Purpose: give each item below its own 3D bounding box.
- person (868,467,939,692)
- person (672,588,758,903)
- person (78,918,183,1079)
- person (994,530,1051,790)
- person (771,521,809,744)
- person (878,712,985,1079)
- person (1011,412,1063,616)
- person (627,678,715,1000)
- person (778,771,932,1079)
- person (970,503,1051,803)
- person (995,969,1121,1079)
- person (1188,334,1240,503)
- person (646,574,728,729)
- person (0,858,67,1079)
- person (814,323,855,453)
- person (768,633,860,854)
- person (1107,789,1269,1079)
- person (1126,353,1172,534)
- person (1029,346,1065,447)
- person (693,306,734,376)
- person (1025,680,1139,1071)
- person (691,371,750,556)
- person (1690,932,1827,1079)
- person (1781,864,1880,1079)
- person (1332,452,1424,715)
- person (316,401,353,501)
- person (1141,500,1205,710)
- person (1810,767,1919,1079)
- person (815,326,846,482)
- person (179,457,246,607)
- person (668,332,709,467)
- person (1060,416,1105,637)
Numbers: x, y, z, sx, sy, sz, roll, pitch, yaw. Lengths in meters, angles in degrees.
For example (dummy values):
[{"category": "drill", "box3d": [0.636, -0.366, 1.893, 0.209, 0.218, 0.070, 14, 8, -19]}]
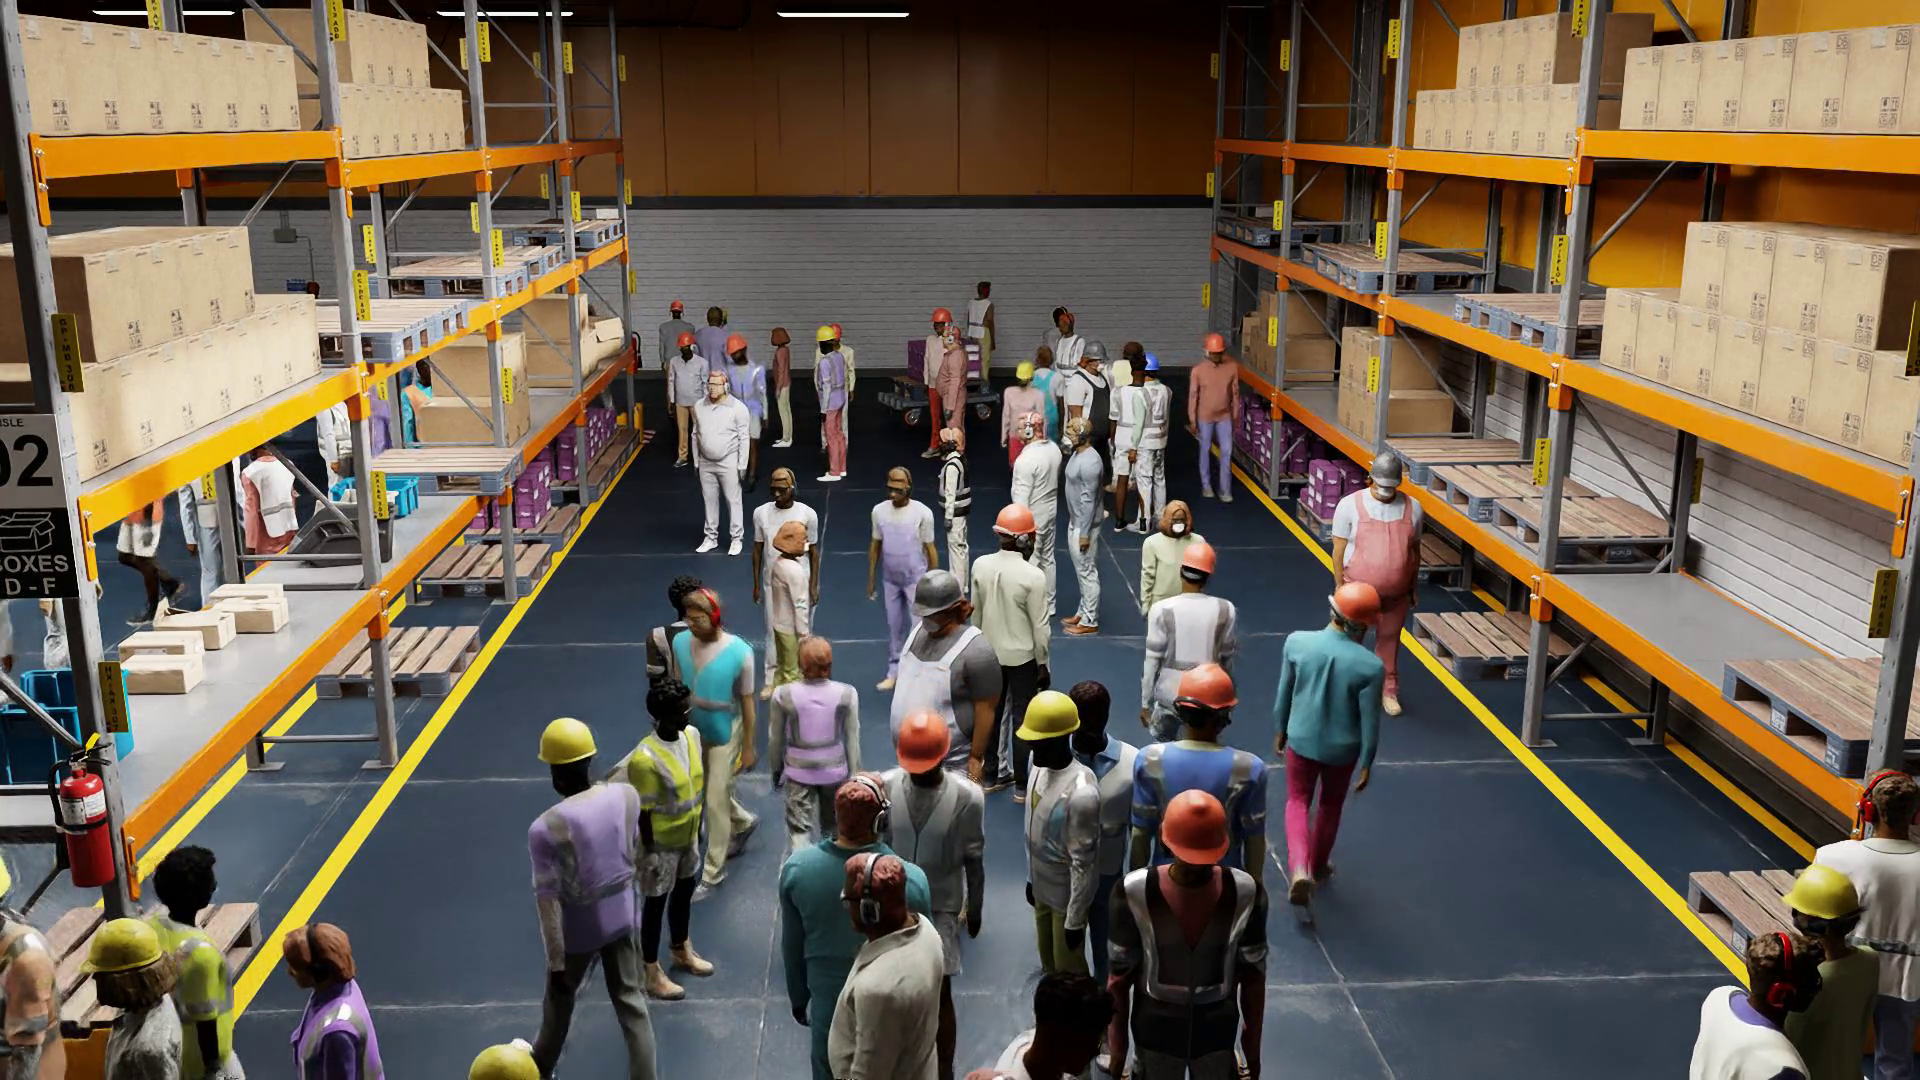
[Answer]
[{"category": "person", "box3d": [-0.440, 0.321, 12.883, 0.566, 1.835, 0.352, 6, 15, 21]}, {"category": "person", "box3d": [-1.416, 1.138, 9.724, 0.574, 1.828, 0.708, 10, 17, 33]}, {"category": "person", "box3d": [-2.862, 2.146, 5.890, 0.295, 1.744, 0.492, -9, 17, -31]}, {"category": "person", "box3d": [0.385, 0.780, 10.967, 0.356, 1.886, 0.574, -13, 19, -41]}, {"category": "person", "box3d": [-1.205, 0.657, 11.955, 0.287, 1.631, 0.501, -7, 16, -24]}, {"category": "person", "box3d": [-0.166, 1.640, 7.616, 0.552, 1.894, 0.890, 3, 15, 13]}, {"category": "person", "box3d": [0.650, -0.200, 14.792, 0.399, 1.900, 0.645, 9, 17, 31]}, {"category": "person", "box3d": [-1.483, 1.507, 8.503, 0.320, 1.688, 0.536, 7, 16, 26]}, {"category": "person", "box3d": [-0.386, 1.848, 6.733, 0.651, 1.906, 0.403, 4, 15, 17]}, {"category": "person", "box3d": [0.344, 0.737, 10.918, 0.615, 1.994, 0.381, 11, 18, 37]}, {"category": "person", "box3d": [0.276, 2.217, 5.237, 0.752, 1.922, 0.631, 3, 15, 13]}, {"category": "person", "box3d": [2.987, -1.412, 19.419, 0.645, 1.957, 0.880, -1, 14, -5]}, {"category": "person", "box3d": [-1.665, 1.045, 10.300, 0.539, 1.695, 0.319, -4, 15, -15]}, {"category": "person", "box3d": [-3.507, 2.011, 6.098, 0.604, 1.894, 0.645, 8, 16, 29]}, {"category": "person", "box3d": [-1.680, -2.036, 22.291, 0.560, 1.749, 0.329, -1, 14, -4]}, {"category": "person", "box3d": [-0.807, 1.340, 9.322, 0.523, 1.615, 0.747, -3, 15, -10]}, {"category": "person", "box3d": [0.857, 1.892, 6.322, 0.608, 2.033, 0.409, 0, 14, -1]}, {"category": "person", "box3d": [2.033, -1.047, 18.015, 0.404, 1.945, 0.615, 13, 19, 42]}, {"category": "person", "box3d": [1.002, -1.399, 19.712, 0.507, 1.787, 0.968, 2, 14, 7]}, {"category": "person", "box3d": [-3.304, -2.190, 22.521, 0.636, 1.936, 0.354, 7, 16, 26]}, {"category": "person", "box3d": [0.596, 1.561, 7.833, 0.588, 1.920, 0.398, 3, 15, 11]}, {"category": "person", "box3d": [-2.474, -0.791, 17.085, 0.642, 1.913, 0.408, 5, 15, 18]}, {"category": "person", "box3d": [2.612, 2.167, 5.601, 0.374, 1.843, 0.569, 0, 14, 1]}, {"category": "person", "box3d": [3.171, 2.052, 6.232, 0.526, 1.762, 0.344, -7, 16, -26]}, {"category": "person", "box3d": [3.132, 0.326, 12.438, 0.676, 2.000, 0.536, 0, 14, -2]}, {"category": "person", "box3d": [-6.644, -0.936, 17.810, 0.403, 1.833, 0.590, -2, 14, -8]}, {"category": "person", "box3d": [1.614, 0.489, 12.614, 0.507, 1.631, 0.267, -2, 15, -10]}, {"category": "person", "box3d": [3.776, 1.845, 6.890, 0.560, 1.836, 0.394, 4, 15, 15]}, {"category": "person", "box3d": [-1.609, -1.679, 20.541, 0.382, 1.923, 0.591, 4, 15, 17]}, {"category": "person", "box3d": [-6.443, -0.101, 14.387, 0.398, 1.909, 0.599, 9, 17, 30]}, {"category": "person", "box3d": [-3.482, -1.795, 21.339, 0.566, 1.751, 0.329, 3, 15, 13]}, {"category": "person", "box3d": [1.066, -0.123, 14.437, 0.368, 1.932, 0.622, -2, 14, -6]}]
